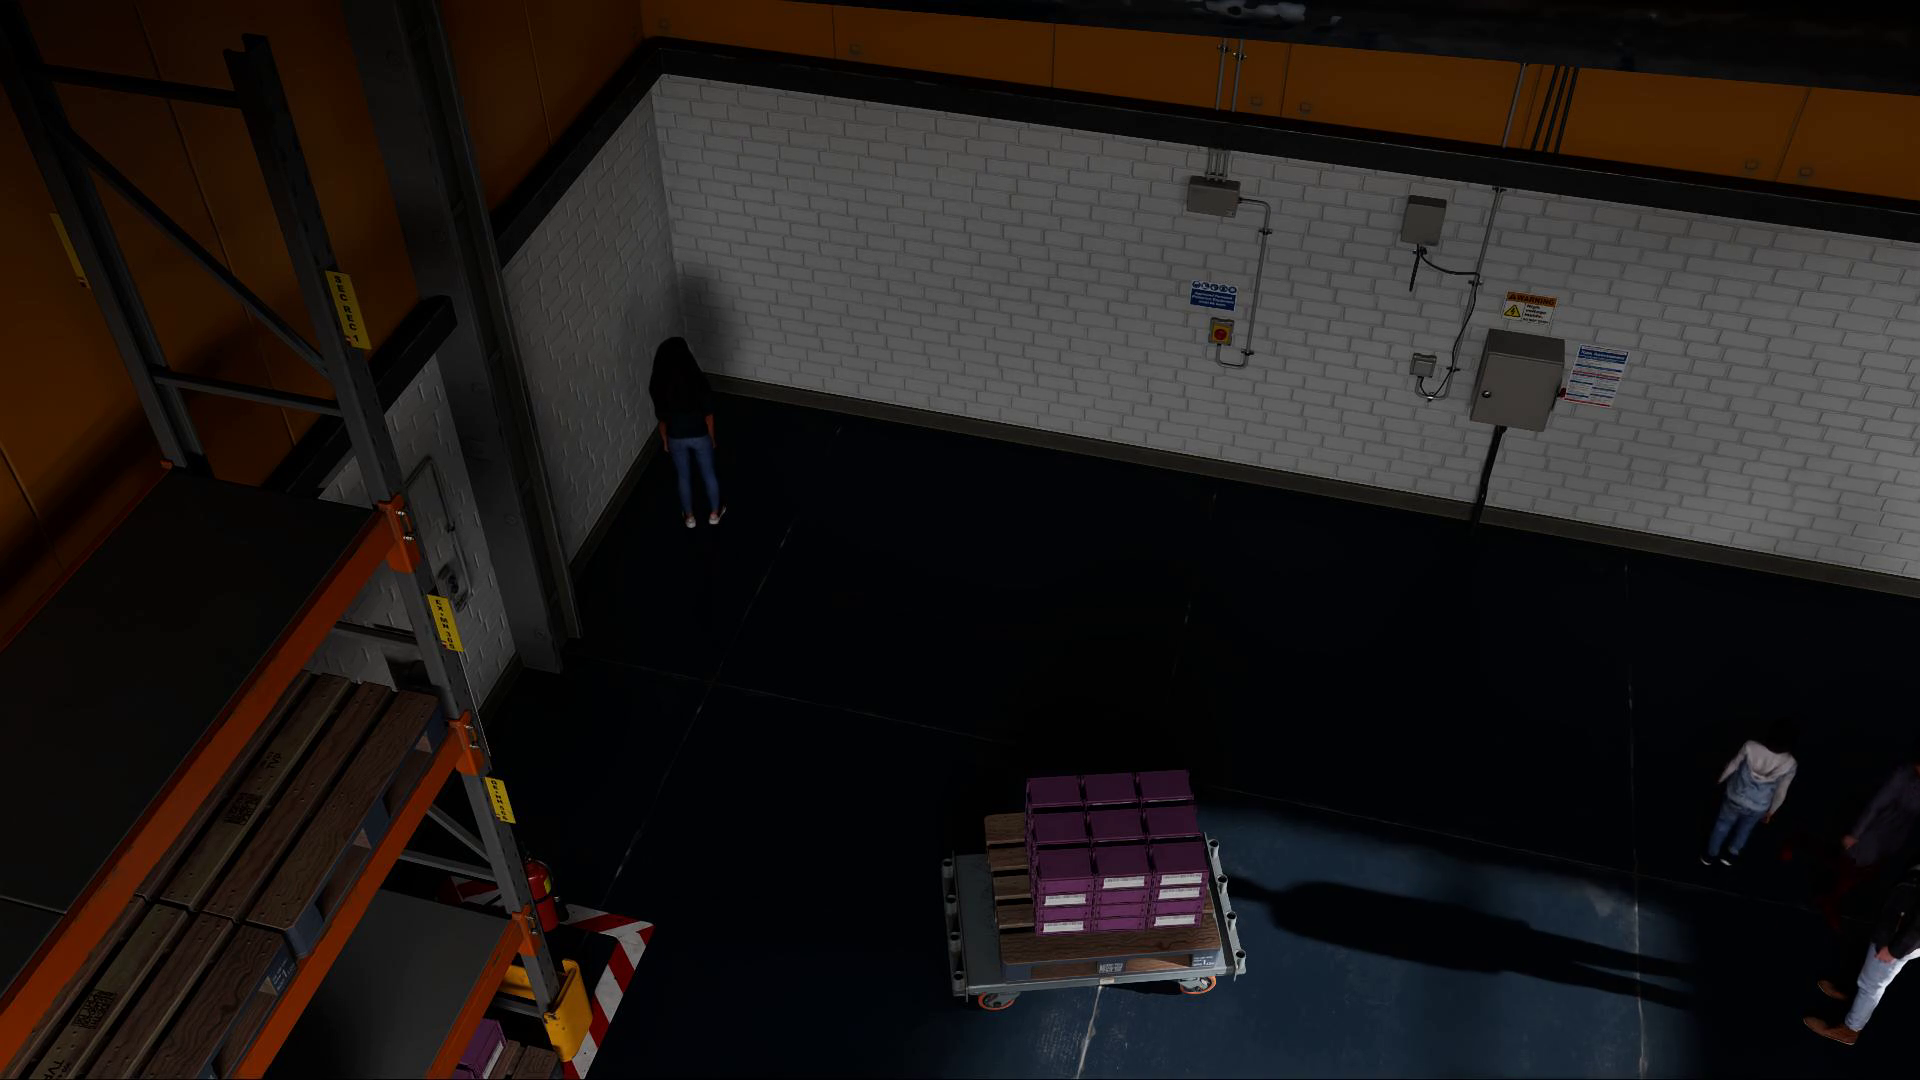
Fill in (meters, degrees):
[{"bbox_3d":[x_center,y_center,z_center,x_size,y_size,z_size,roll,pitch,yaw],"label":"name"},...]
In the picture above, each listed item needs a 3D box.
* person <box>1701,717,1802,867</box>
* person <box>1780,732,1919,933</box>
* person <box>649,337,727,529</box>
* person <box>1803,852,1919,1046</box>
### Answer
[{"bbox_3d":[4.620,1.530,9.758,0.527,1.249,0.534,17,46,17],"label":"person"},{"bbox_3d":[5.155,1.551,9.415,0.854,1.691,0.959,-10,45,-10],"label":"person"},{"bbox_3d":[-1.943,-0.750,11.886,0.671,1.615,0.685,-3,44,-3],"label":"person"},{"bbox_3d":[4.992,2.059,8.779,0.796,1.834,0.658,31,51,28],"label":"person"}]
